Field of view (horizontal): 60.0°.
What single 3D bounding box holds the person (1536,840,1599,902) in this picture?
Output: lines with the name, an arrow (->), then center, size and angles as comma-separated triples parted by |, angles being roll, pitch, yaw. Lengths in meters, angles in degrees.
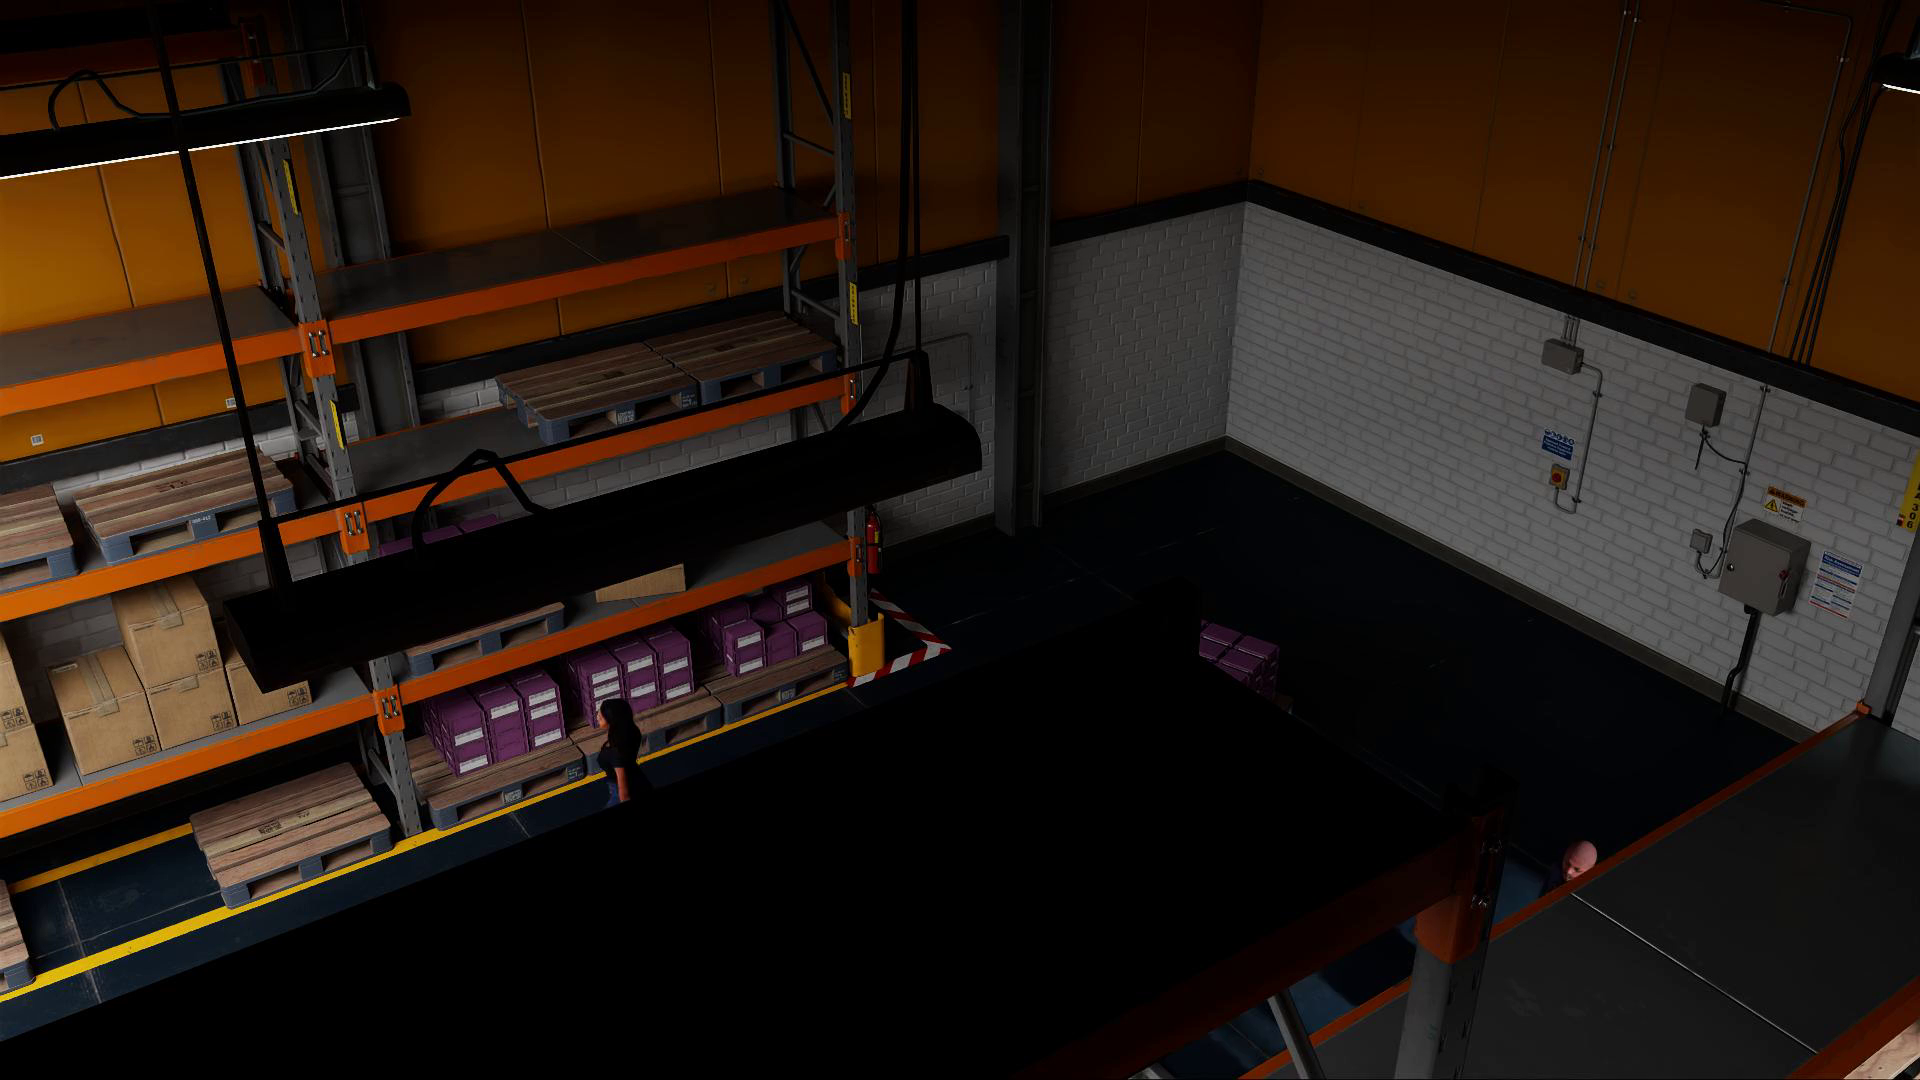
person -> 3.742, 2.544, 10.090 | 0.981, 1.800, 0.972 | 0, 29, 1

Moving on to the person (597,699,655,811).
person -> -2.196, 1.827, 11.511 | 1.120, 1.697, 1.101 | 6, 29, 10
